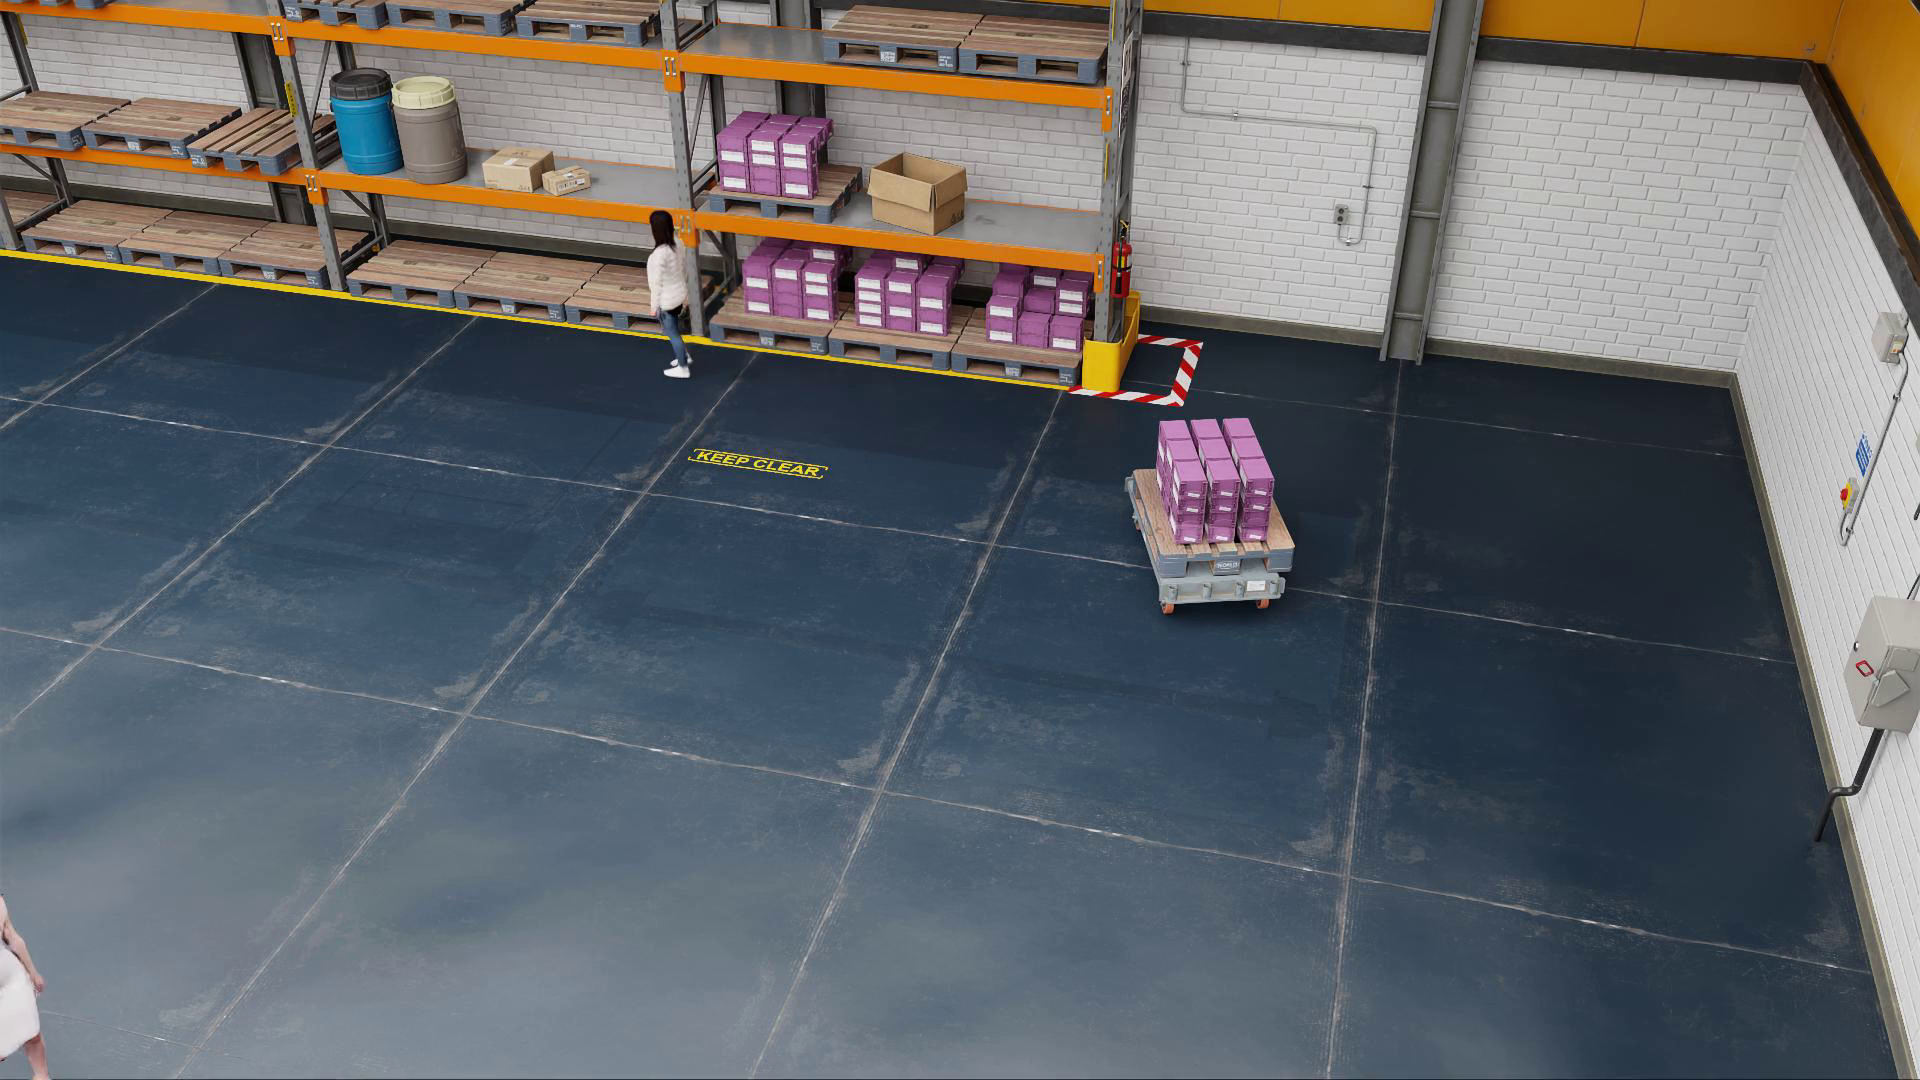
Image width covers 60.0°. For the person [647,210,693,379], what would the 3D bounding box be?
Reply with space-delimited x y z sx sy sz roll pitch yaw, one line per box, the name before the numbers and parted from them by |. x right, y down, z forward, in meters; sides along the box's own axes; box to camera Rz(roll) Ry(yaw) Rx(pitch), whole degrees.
person | -2.578 -2.222 15.192 0.582 1.627 0.630 6 34 9

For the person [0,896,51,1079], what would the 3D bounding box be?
person | -4.898 2.221 8.368 0.893 1.782 0.772 26 42 33
